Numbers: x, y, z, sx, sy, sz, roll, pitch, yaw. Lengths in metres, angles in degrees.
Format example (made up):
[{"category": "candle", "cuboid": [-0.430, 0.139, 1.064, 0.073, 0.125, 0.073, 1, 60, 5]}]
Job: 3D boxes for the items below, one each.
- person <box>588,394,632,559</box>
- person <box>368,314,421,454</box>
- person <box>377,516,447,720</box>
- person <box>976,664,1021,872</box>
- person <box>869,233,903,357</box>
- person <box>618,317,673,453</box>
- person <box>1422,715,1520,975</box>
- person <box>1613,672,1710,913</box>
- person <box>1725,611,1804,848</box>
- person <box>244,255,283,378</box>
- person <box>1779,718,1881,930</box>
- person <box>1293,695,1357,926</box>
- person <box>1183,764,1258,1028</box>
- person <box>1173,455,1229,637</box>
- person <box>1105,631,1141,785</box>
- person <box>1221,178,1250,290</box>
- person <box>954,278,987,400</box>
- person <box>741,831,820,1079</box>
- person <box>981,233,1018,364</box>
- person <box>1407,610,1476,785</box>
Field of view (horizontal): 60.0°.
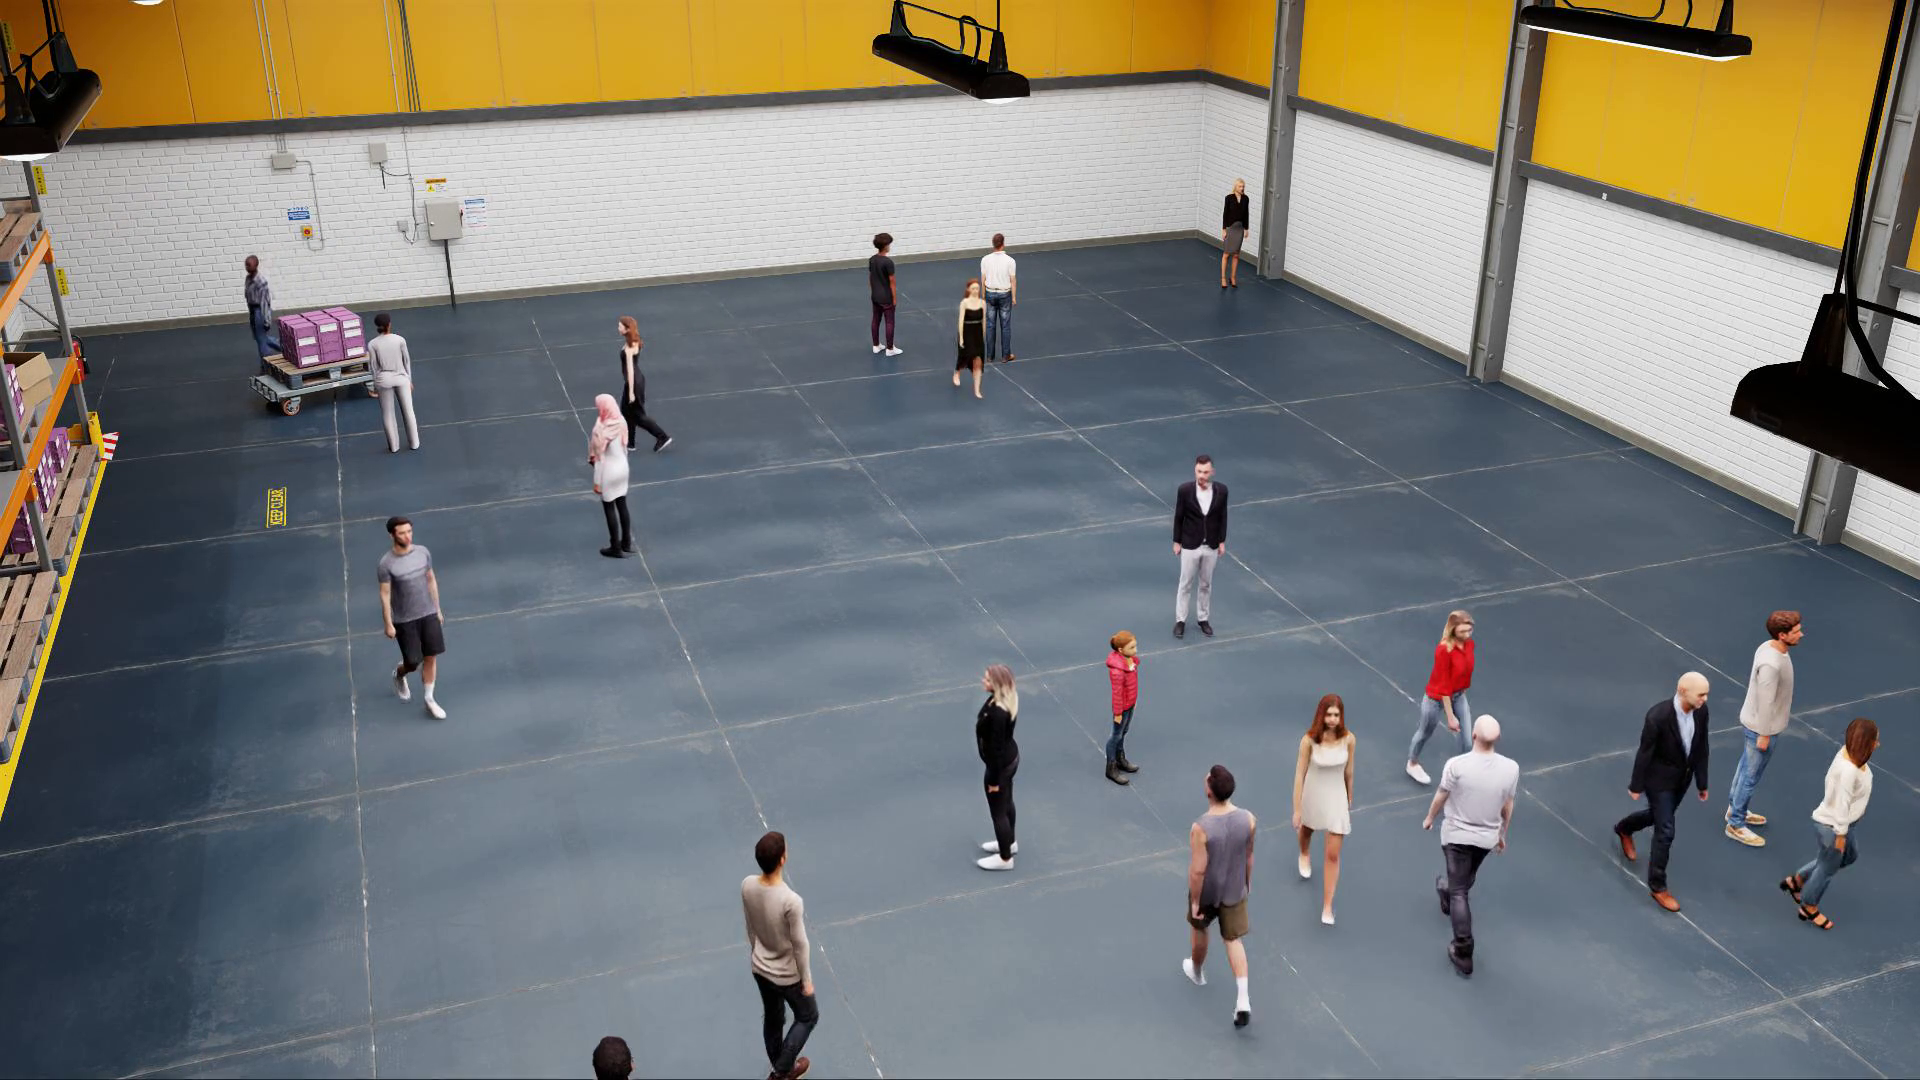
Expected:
[{"category": "person", "cuboid": [-3.647, -0.685, 17.548, 0.782, 1.803, 0.742, 15, 28, 30]}, {"category": "person", "cuboid": [-6.994, -1.945, 20.511, 0.638, 1.740, 0.537, -9, 25, -21]}, {"category": "person", "cuboid": [-4.788, 0.637, 14.458, 0.989, 1.857, 0.868, 21, 31, 39]}, {"category": "person", "cuboid": [0.320, 1.672, 12.309, 0.756, 1.682, 0.643, 4, 24, 10]}, {"category": "person", "cuboid": [-1.121, -3.586, 24.214, 0.680, 1.780, 0.781, 18, 29, 35]}, {"category": "person", "cuboid": [-3.921, -1.888, 20.399, 0.772, 1.725, 0.930, -4, 24, -10]}, {"category": "person", "cuboid": [3.465, 2.076, 11.255, 0.908, 1.785, 1.272, -2, 24, -4]}, {"category": "person", "cuboid": [5.107, 1.708, 12.120, 0.641, 1.767, 1.121, -8, 25, -17]}, {"category": "person", "cuboid": [6.110, 1.393, 12.668, 0.799, 1.905, 0.744, 11, 26, 24]}, {"category": "person", "cuboid": [-9.640, -3.110, 23.142, 0.934, 1.768, 0.947, -21, 31, -39]}, {"category": "person", "cuboid": [6.059, 1.958, 11.672, 0.841, 1.668, 0.790, 15, 28, 30]}, {"category": "person", "cuboid": [2.589, 1.833, 11.977, 0.956, 1.653, 1.250, 2, 24, 5]}, {"category": "person", "cuboid": [1.719, 2.316, 10.832, 0.742, 1.826, 1.136, -5, 24, -12]}, {"category": "person", "cuboid": [2.288, 0.036, 15.853, 0.718, 1.840, 0.655, -1, 24, -2]}, {"category": "person", "cuboid": [1.313, 1.334, 13.535, 0.653, 1.318, 0.598, 12, 26, 25]}, {"category": "person", "cuboid": [4.535, -5.087, 27.573, 0.632, 1.839, 0.572, -5, 24, -12]}, {"category": "person", "cuboid": [0.120, -2.755, 22.536, 0.568, 1.602, 0.975, -9, 25, -19]}, {"category": "person", "cuboid": [-1.125, 2.606, 9.952, 0.857, 1.858, 0.922, 16, 28, 32]}, {"category": "person", "cuboid": [0.544, -3.476, 23.874, 0.753, 1.851, 0.767, 5, 24, 12]}, {"category": "person", "cuboid": [3.789, 1.282, 13.245, 0.798, 1.647, 1.141, -15, 28, -31]}]
